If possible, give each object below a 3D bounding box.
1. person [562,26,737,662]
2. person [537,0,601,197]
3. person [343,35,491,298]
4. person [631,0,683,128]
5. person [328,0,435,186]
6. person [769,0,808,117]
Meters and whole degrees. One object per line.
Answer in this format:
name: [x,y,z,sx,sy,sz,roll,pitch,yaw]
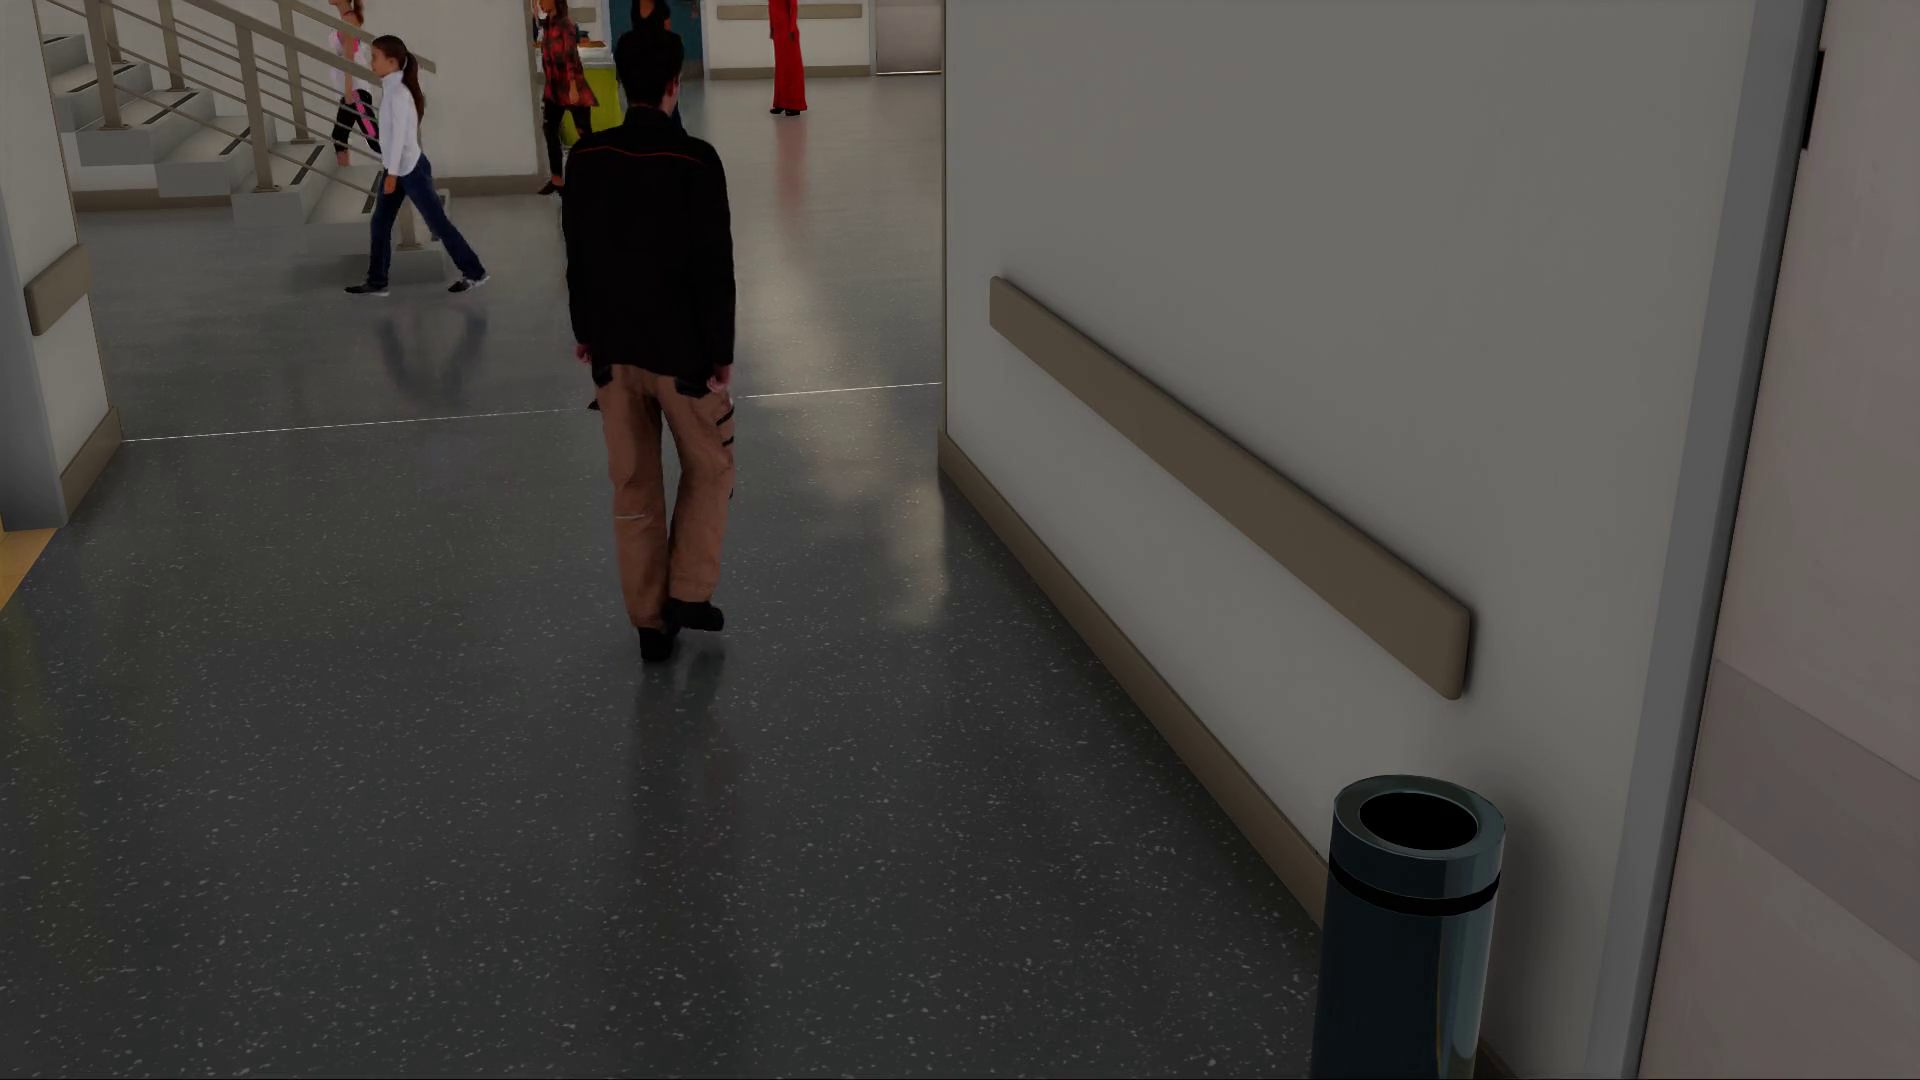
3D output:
person: [-0.936,-0.521,4.967,0.714,1.910,0.862,1,21,3]
person: [-3.144,-3.650,13.571,0.933,1.668,1.015,18,27,39]
person: [-3.198,-2.178,9.894,1.119,1.518,0.708,-11,23,-27]
person: [-2.706,-4.198,14.967,1.148,1.703,0.898,2,21,5]
person: [-4.565,-3.422,12.856,1.127,1.747,0.660,-7,22,-18]
person: [-1.987,-5.776,19.018,0.755,1.784,0.737,-18,27,-39]
